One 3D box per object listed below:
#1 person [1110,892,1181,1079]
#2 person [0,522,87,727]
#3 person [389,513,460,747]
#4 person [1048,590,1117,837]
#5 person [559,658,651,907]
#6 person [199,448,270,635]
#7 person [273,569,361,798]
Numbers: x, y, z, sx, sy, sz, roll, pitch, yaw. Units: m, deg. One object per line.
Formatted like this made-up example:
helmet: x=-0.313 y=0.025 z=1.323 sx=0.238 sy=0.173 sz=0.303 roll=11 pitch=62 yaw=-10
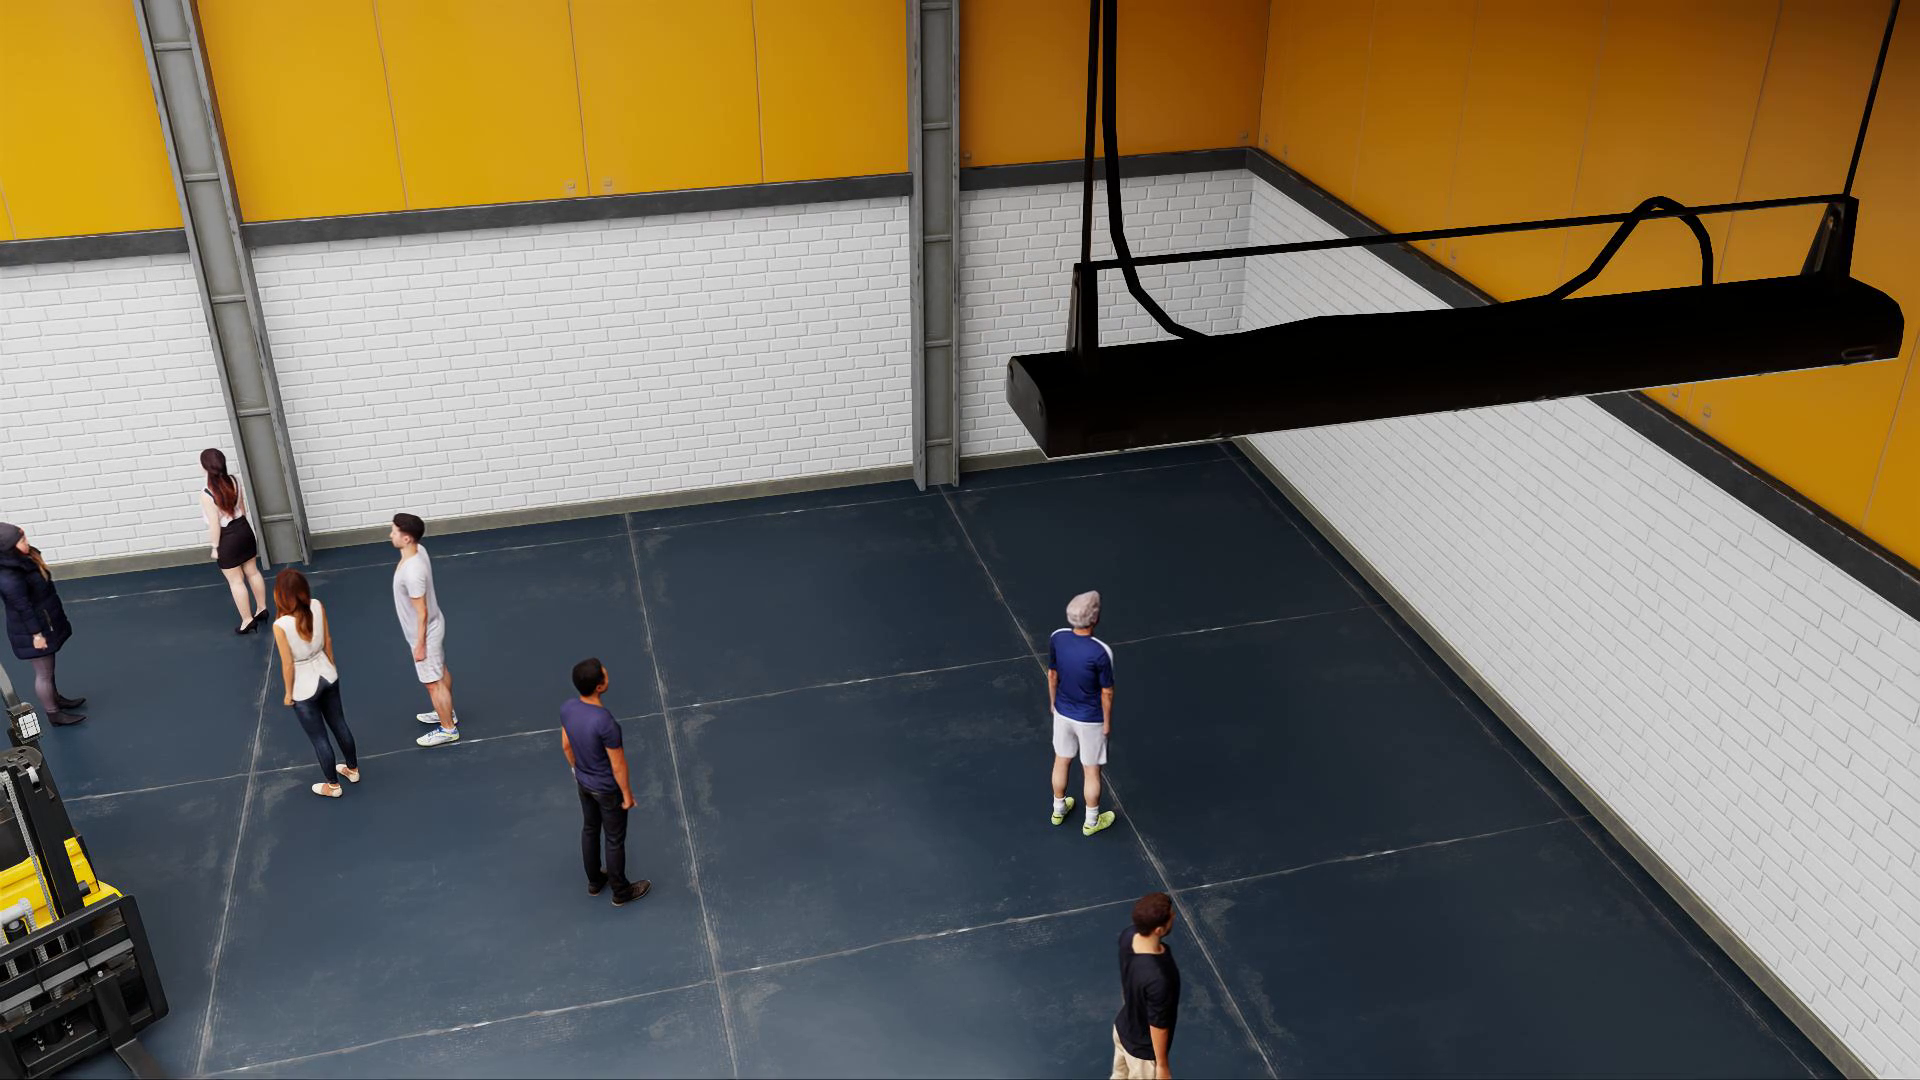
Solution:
person: x=0.934 y=2.571 z=8.588 sx=0.533 sy=1.852 sz=0.626 roll=-8 pitch=30 yaw=-14
person: x=-6.884 y=0.618 z=12.353 sx=0.688 sy=1.675 sz=0.703 roll=-12 pitch=31 yaw=-21
person: x=-3.908 y=0.636 z=12.132 sx=0.531 sy=1.854 sz=0.676 roll=-7 pitch=29 yaw=-13
person: x=0.809 y=1.159 z=11.191 sx=0.715 sy=1.838 sz=0.759 roll=18 pitch=33 yaw=29
person: x=-2.293 y=1.533 z=10.554 sx=0.708 sy=1.792 sz=0.753 roll=17 pitch=33 yaw=28
person: x=-5.906 y=0.005 z=13.503 sx=0.667 sy=1.649 sz=0.634 roll=10 pitch=30 yaw=17
person: x=-4.483 y=0.995 z=11.548 sx=0.730 sy=1.784 sz=0.675 roll=14 pitch=32 yaw=25
